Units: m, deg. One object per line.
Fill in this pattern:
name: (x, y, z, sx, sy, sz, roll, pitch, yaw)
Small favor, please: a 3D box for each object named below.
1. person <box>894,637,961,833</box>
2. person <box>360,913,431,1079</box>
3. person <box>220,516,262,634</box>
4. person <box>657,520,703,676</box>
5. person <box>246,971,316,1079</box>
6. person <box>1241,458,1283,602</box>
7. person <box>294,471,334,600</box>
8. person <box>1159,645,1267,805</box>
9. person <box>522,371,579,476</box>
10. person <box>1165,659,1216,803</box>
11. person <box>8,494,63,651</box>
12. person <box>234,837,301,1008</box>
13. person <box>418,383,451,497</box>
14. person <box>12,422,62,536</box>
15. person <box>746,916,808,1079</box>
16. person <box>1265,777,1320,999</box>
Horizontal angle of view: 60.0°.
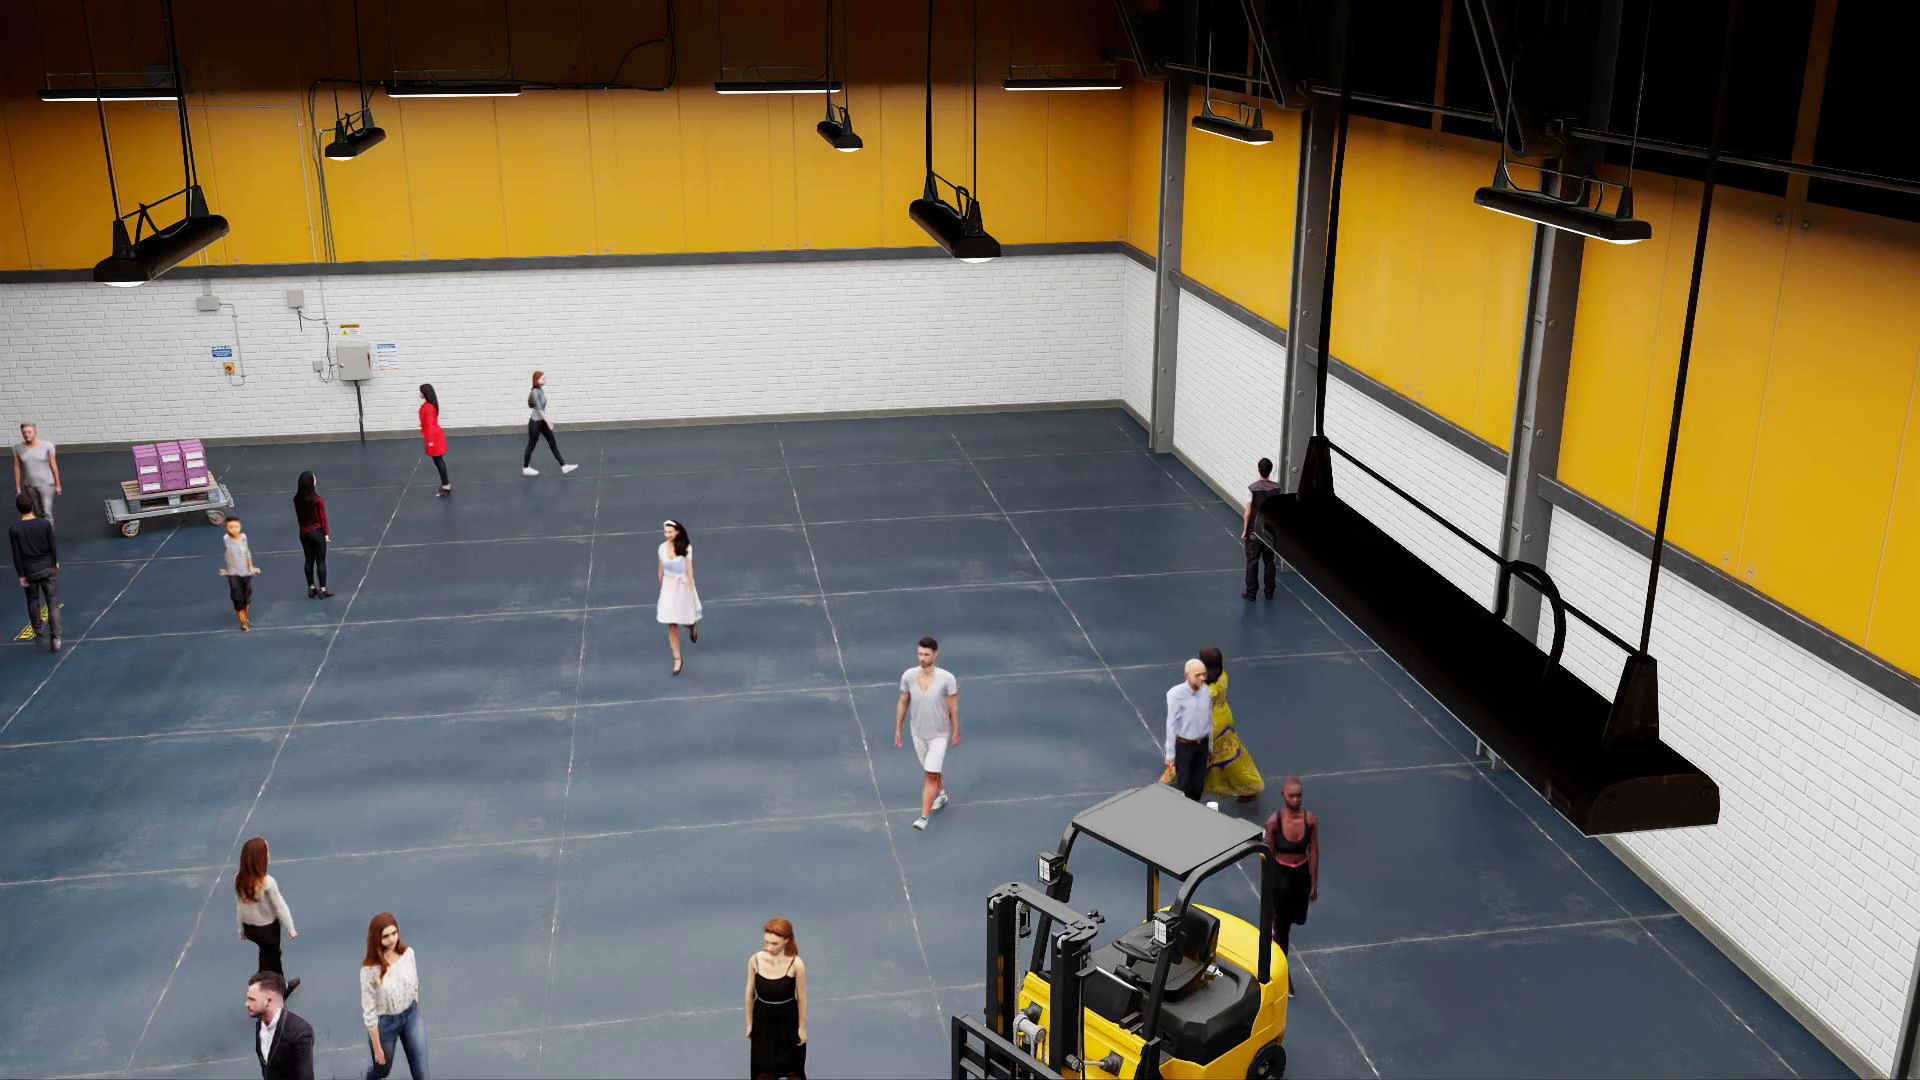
person: (-0.246, 1.755, 15.535, 1.102, 1.805, 1.291, 7, 20, 20)
person: (-3.876, 3.262, 11.235, 1.015, 1.695, 1.183, -18, 25, -42)
person: (-8.844, 0.325, 20.358, 0.812, 1.438, 0.962, -12, 22, -32)
person: (-3.181, 0.619, 18.919, 0.844, 1.799, 1.066, 2, 19, 6)
person: (-4.105, 3.496, 10.345, 1.027, 1.819, 1.099, 10, 21, 28)
person: (3.826, -0.142, 21.103, 0.654, 1.848, 0.560, -4, 19, -10)
person: (-8.253, -0.064, 21.178, 0.649, 1.651, 0.638, 4, 19, 12)
person: (2.460, 1.792, 15.731, 1.246, 1.610, 1.255, 10, 21, 28)
person: (-6.733, -1.792, 26.248, 0.824, 1.690, 1.109, 1, 19, 3)
person: (2.053, 1.893, 15.170, 0.833, 1.777, 0.984, -11, 22, -30)
person: (-10.766, 0.408, 19.488, 0.929, 1.836, 1.162, -13, 22, -33)
person: (-5.285, 2.960, 12.485, 0.756, 1.469, 0.844, 7, 20, 21)
person: (-8.022, -1.535, 25.404, 0.702, 1.742, 0.589, -5, 19, -16)
person: (-12.746, -0.763, 23.036, 0.741, 1.790, 1.174, -4, 19, -11)
person: (-1.235, 3.277, 11.297, 0.637, 1.626, 0.648, 2, 19, 6)
person: (2.563, 2.627, 13.047, 0.622, 1.741, 1.035, -2, 19, -6)
